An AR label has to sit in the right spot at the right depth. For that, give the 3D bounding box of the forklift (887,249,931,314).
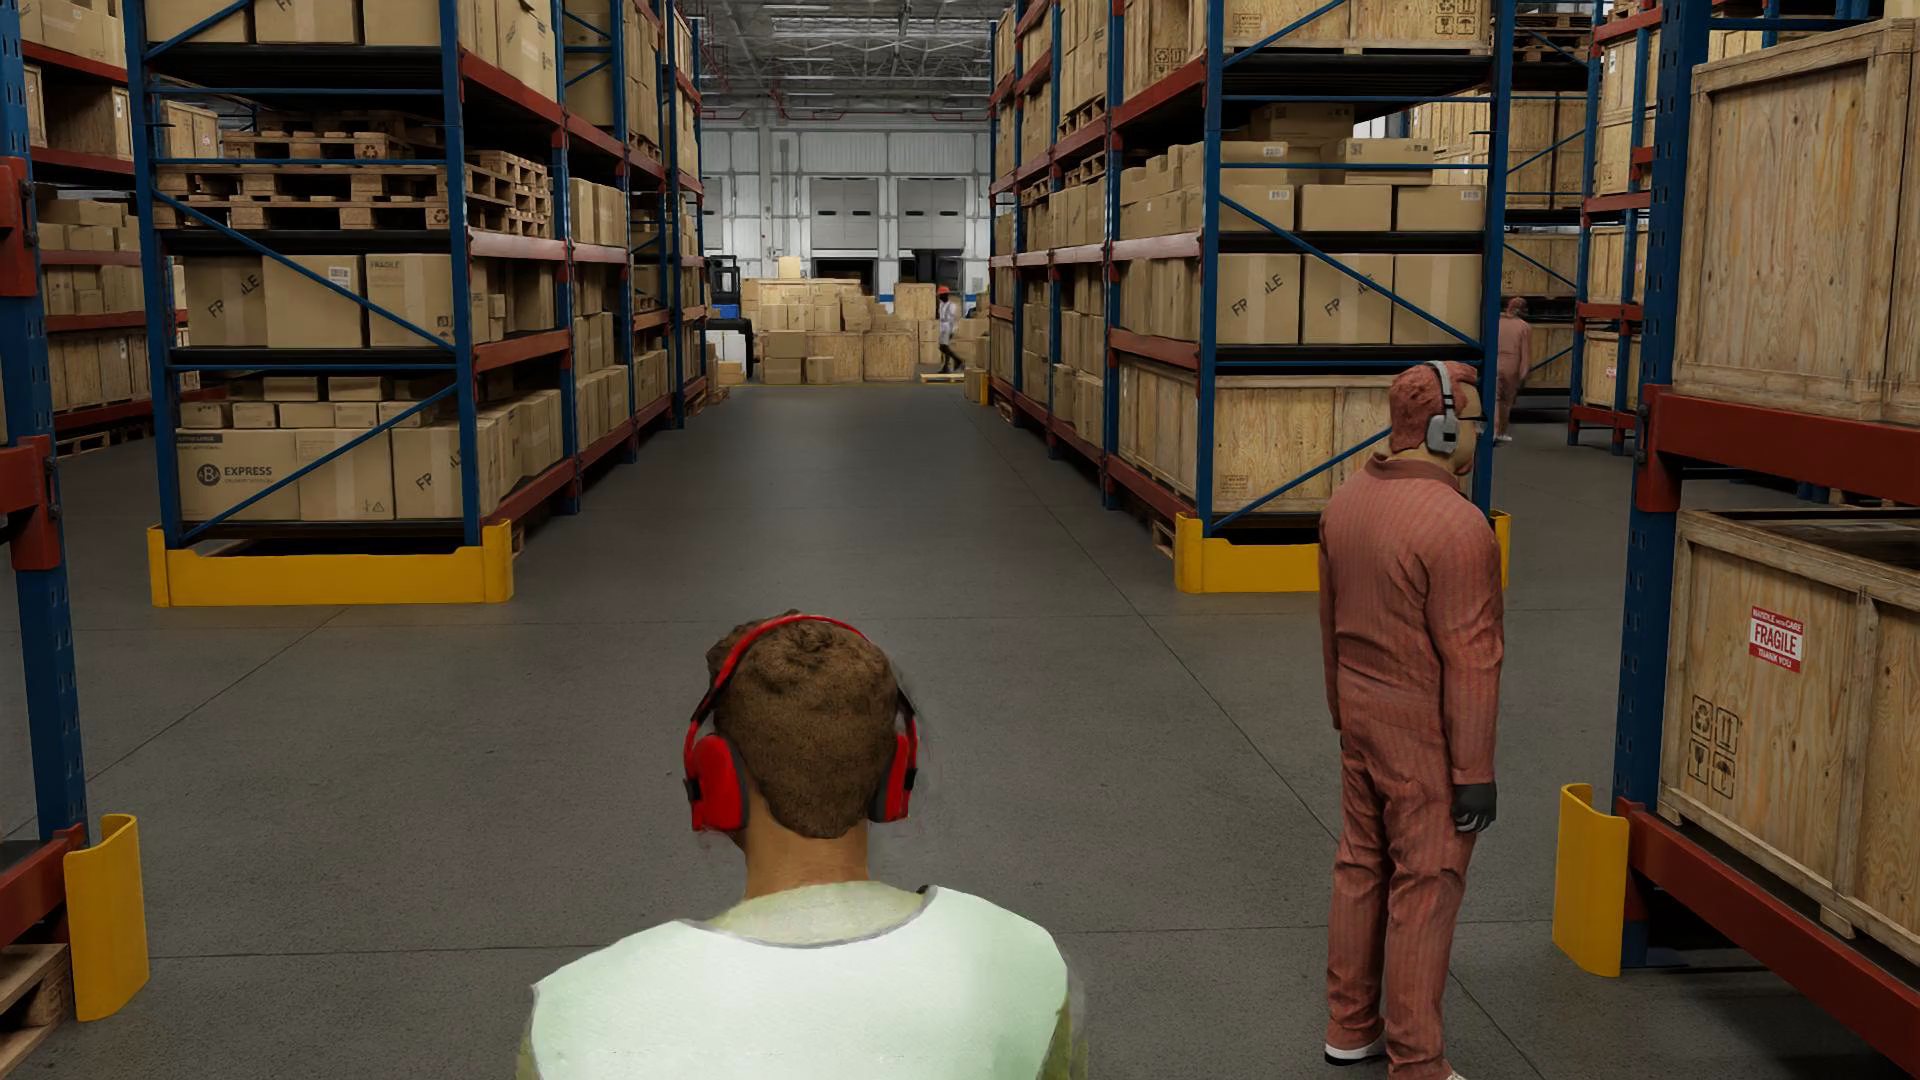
[{"bbox_3d":[-1.021,-6.480,45.020,1.873,2.768,1.129,-2,9,-12],"label":"forklift"}]

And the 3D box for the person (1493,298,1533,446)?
[{"bbox_3d":[6.785,-2.086,20.700,0.632,1.840,0.888,4,10,23],"label":"person"}]

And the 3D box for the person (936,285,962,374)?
[{"bbox_3d":[-0.238,-4.499,35.631,0.599,1.920,0.549,-6,11,-32],"label":"person"}]

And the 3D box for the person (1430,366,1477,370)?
[{"bbox_3d":[4.467,-1.108,15.014,0.319,1.690,0.530,-6,11,-35],"label":"person"}]

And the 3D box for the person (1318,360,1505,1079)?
[{"bbox_3d":[1.178,0.497,4.257,0.408,1.906,0.654,-3,9,-17],"label":"person"}]

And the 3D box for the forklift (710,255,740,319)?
[{"bbox_3d":[-8.364,-8.712,59.035,1.129,2.768,1.873,-1,9,-4],"label":"forklift"}]

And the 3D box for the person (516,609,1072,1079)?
[{"bbox_3d":[-0.120,0.975,1.657,0.568,1.791,1.002,-6,11,-32],"label":"person"}]
